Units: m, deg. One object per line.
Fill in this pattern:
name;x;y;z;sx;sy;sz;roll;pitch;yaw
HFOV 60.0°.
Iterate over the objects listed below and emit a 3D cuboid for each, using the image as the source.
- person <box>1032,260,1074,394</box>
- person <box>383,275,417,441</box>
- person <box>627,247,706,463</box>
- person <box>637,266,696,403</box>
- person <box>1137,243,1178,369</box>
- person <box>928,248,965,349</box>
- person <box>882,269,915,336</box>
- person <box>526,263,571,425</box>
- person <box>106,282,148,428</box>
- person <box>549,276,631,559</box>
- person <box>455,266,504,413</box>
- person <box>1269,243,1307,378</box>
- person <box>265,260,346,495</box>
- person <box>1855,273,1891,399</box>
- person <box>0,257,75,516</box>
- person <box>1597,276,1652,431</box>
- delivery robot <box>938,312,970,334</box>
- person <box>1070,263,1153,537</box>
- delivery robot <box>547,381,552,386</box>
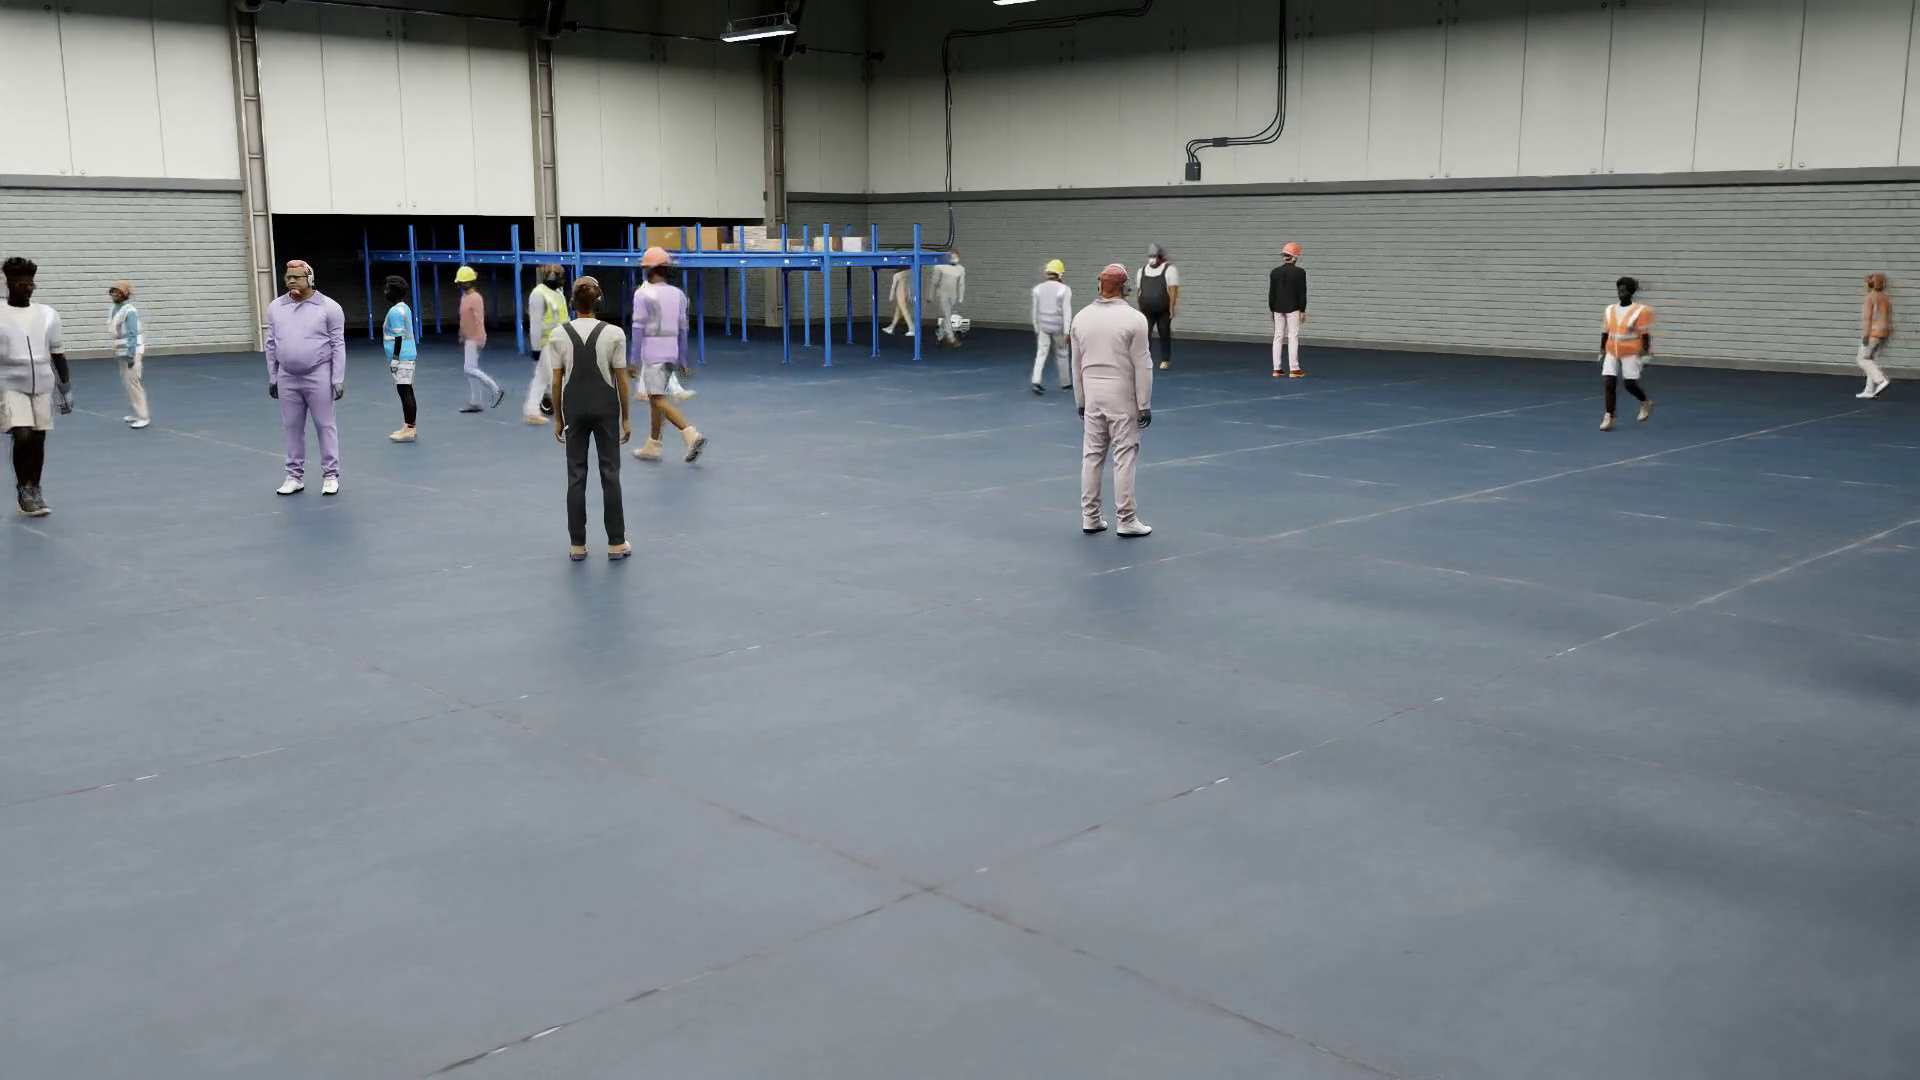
person;1.231;-2.851;22.262;0.603;1.792;0.909;6;12;30
person;-5.795;-1.882;17.219;0.318;1.700;0.535;-2;11;-10
person;-2.737;-1.714;15.473;0.931;2.013;0.611;6;12;30
person;-3.769;-2.644;21.132;0.923;1.781;0.618;3;11;14
person;3.073;-3.659;26.095;0.685;2.000;1.016;4;11;22
person;-0.258;-4.582;31.515;0.671;1.873;0.992;-5;12;-27
person;-1.300;-5.115;35.171;0.886;1.577;0.514;5;12;26
person;-4.494;-2.182;18.600;0.943;1.790;0.624;1;10;6
person;-9.192;-2.046;18.365;0.644;1.604;0.395;10;14;43
person;-2.414;-0.796;10.903;0.506;1.846;0.345;-1;10;-4
person;-5.811;-2.400;19.933;0.445;1.745;0.564;-6;12;-30
person;4.928;-3.450;24.961;0.612;1.996;0.389;9;14;42
person;-5.357;-1.323;13.607;0.639;1.910;0.407;0;10;0
person;11.866;-2.633;21.528;0.518;1.619;0.437;-6;12;-29
person;-6.989;-1.140;12.484;0.601;1.944;0.629;8;13;36
person;7.290;-2.042;18.154;0.568;1.677;0.553;-8;13;-38
delivery robot;-0.120;-4.473;34.336;0.477;0.478;0.707;-9;14;-40
person;1.094;-0.985;11.755;0.641;1.913;0.407;8;13;38
delivery robot;-4.595;-1.939;19.809;0.698;0.223;0.335;5;11;24
